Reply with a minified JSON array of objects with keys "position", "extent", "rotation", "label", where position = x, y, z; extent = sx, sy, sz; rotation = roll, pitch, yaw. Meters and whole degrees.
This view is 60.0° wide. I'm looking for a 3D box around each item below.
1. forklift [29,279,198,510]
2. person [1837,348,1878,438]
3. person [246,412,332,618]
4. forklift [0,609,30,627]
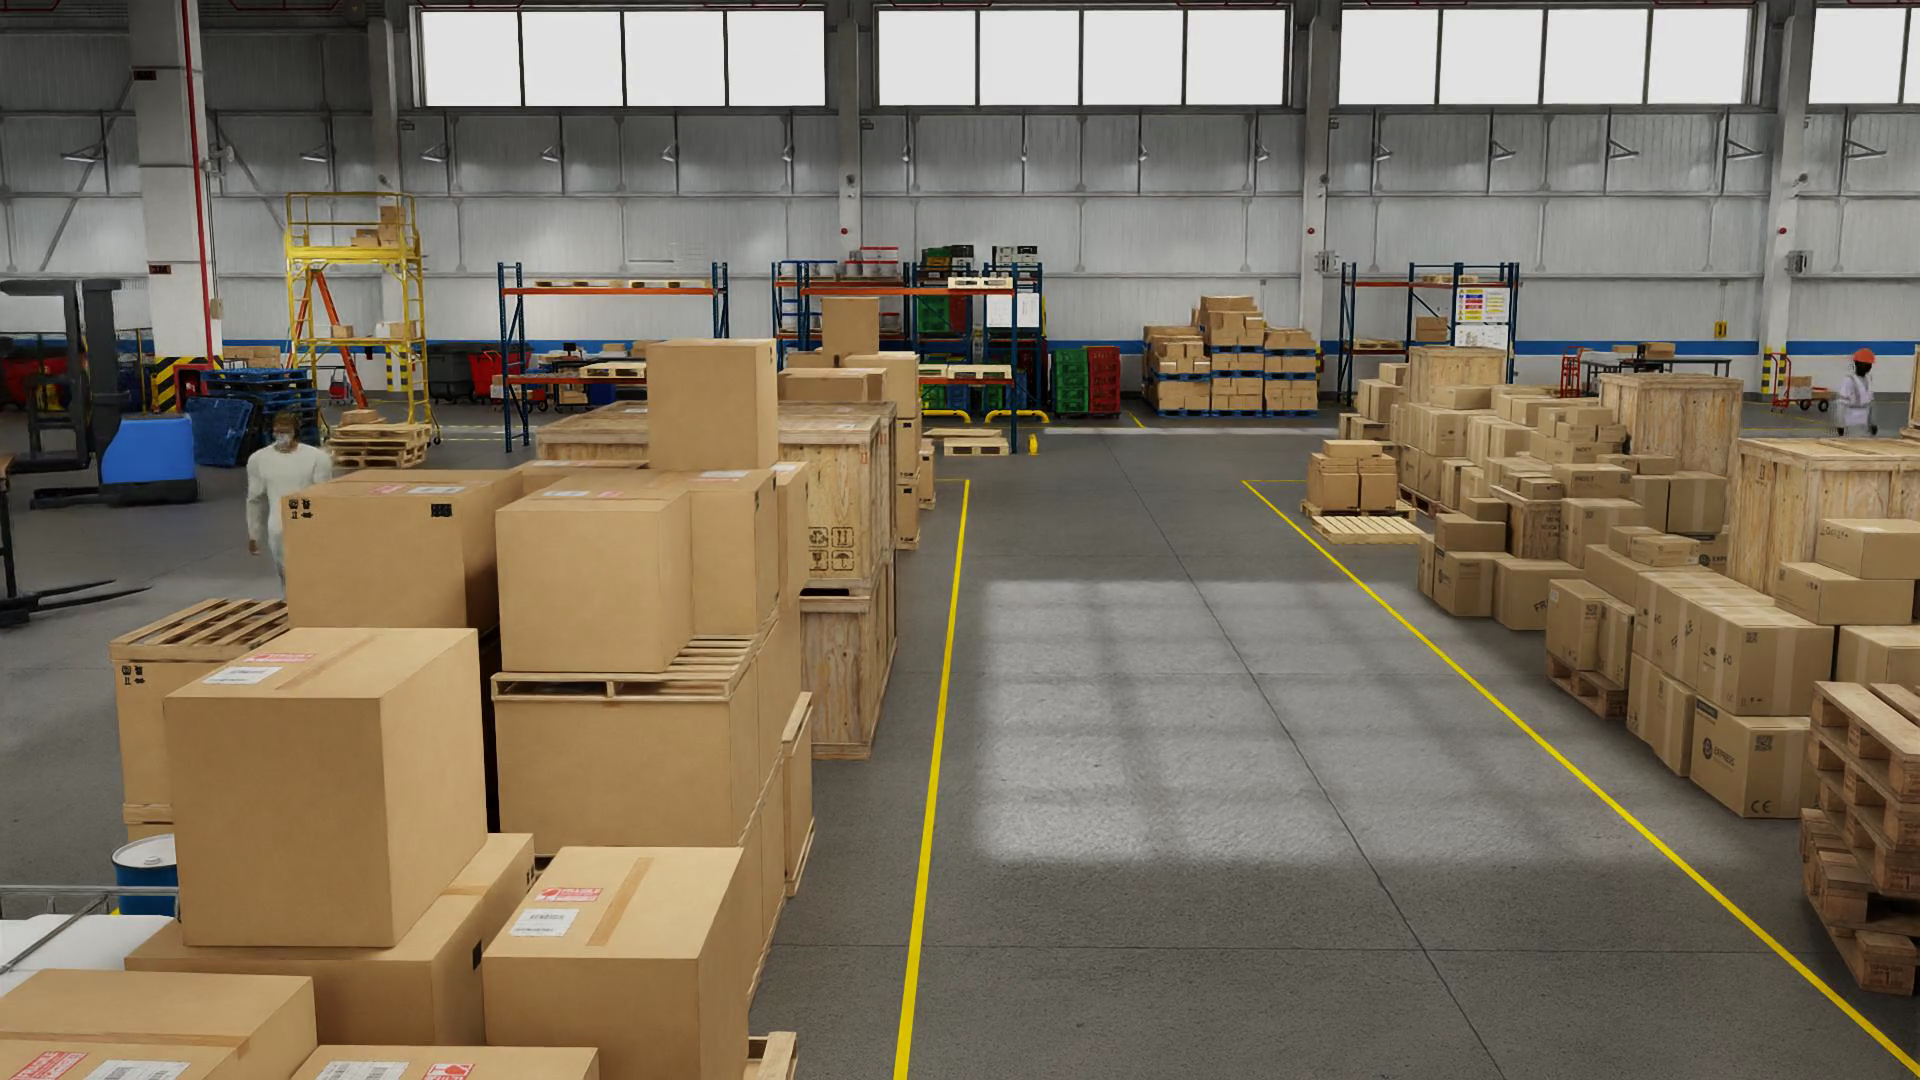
[{"position":[-10.671,-1.867,20.817],"extent":[1.873,2.768,1.129],"rotation":[-4,10,-25],"label":"forklift"},{"position":[11.786,-1.551,21.788],"extent":[0.559,1.922,0.425],"rotation":[-6,11,-31],"label":"person"},{"position":[-5.219,-0.052,12.952],"extent":[0.677,1.877,1.031],"rotation":[-1,10,-5],"label":"person"},{"position":[-8.754,-0.597,13.211],"extent":[1.129,2.768,1.873],"rotation":[7,12,36],"label":"forklift"}]
